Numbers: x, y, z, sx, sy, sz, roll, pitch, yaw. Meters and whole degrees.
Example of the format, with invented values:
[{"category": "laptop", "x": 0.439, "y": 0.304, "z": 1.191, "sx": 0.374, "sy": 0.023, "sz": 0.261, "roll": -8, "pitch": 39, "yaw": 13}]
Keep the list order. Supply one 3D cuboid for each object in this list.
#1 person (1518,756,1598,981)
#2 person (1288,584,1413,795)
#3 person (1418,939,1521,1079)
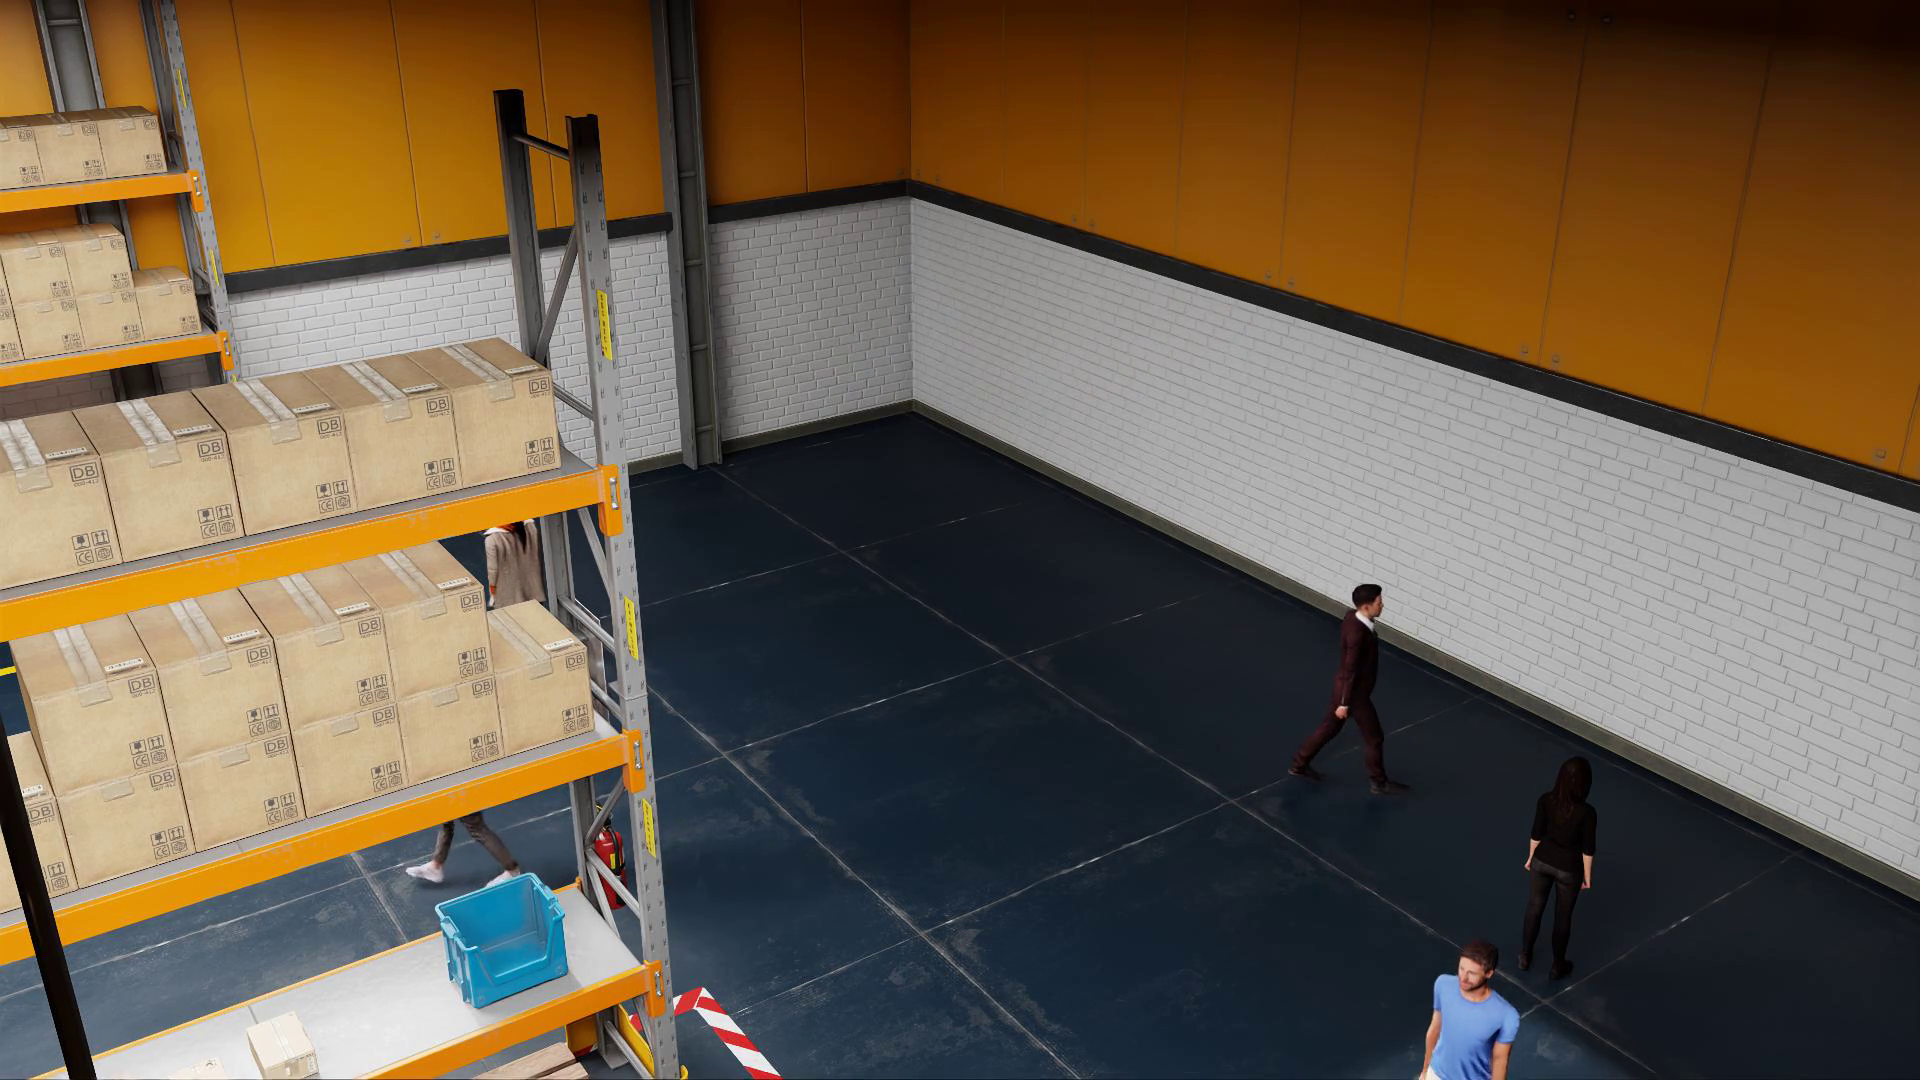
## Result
[{"category": "person", "x": 3.982, "y": 2.175, "z": 11.088, "sx": 0.648, "sy": 1.641, "sz": 0.617, "roll": 16, "pitch": 28, "yaw": 32}, {"category": "person", "x": 3.018, "y": 1.182, "z": 13.135, "sx": 1.277, "sy": 1.821, "sz": 1.147, "roll": 2, "pitch": 24, "yaw": 4}, {"category": "person", "x": 2.777, "y": 2.935, "z": 9.094, "sx": 0.976, "sy": 1.847, "sz": 0.722, "roll": -21, "pitch": 31, "yaw": -39}]
